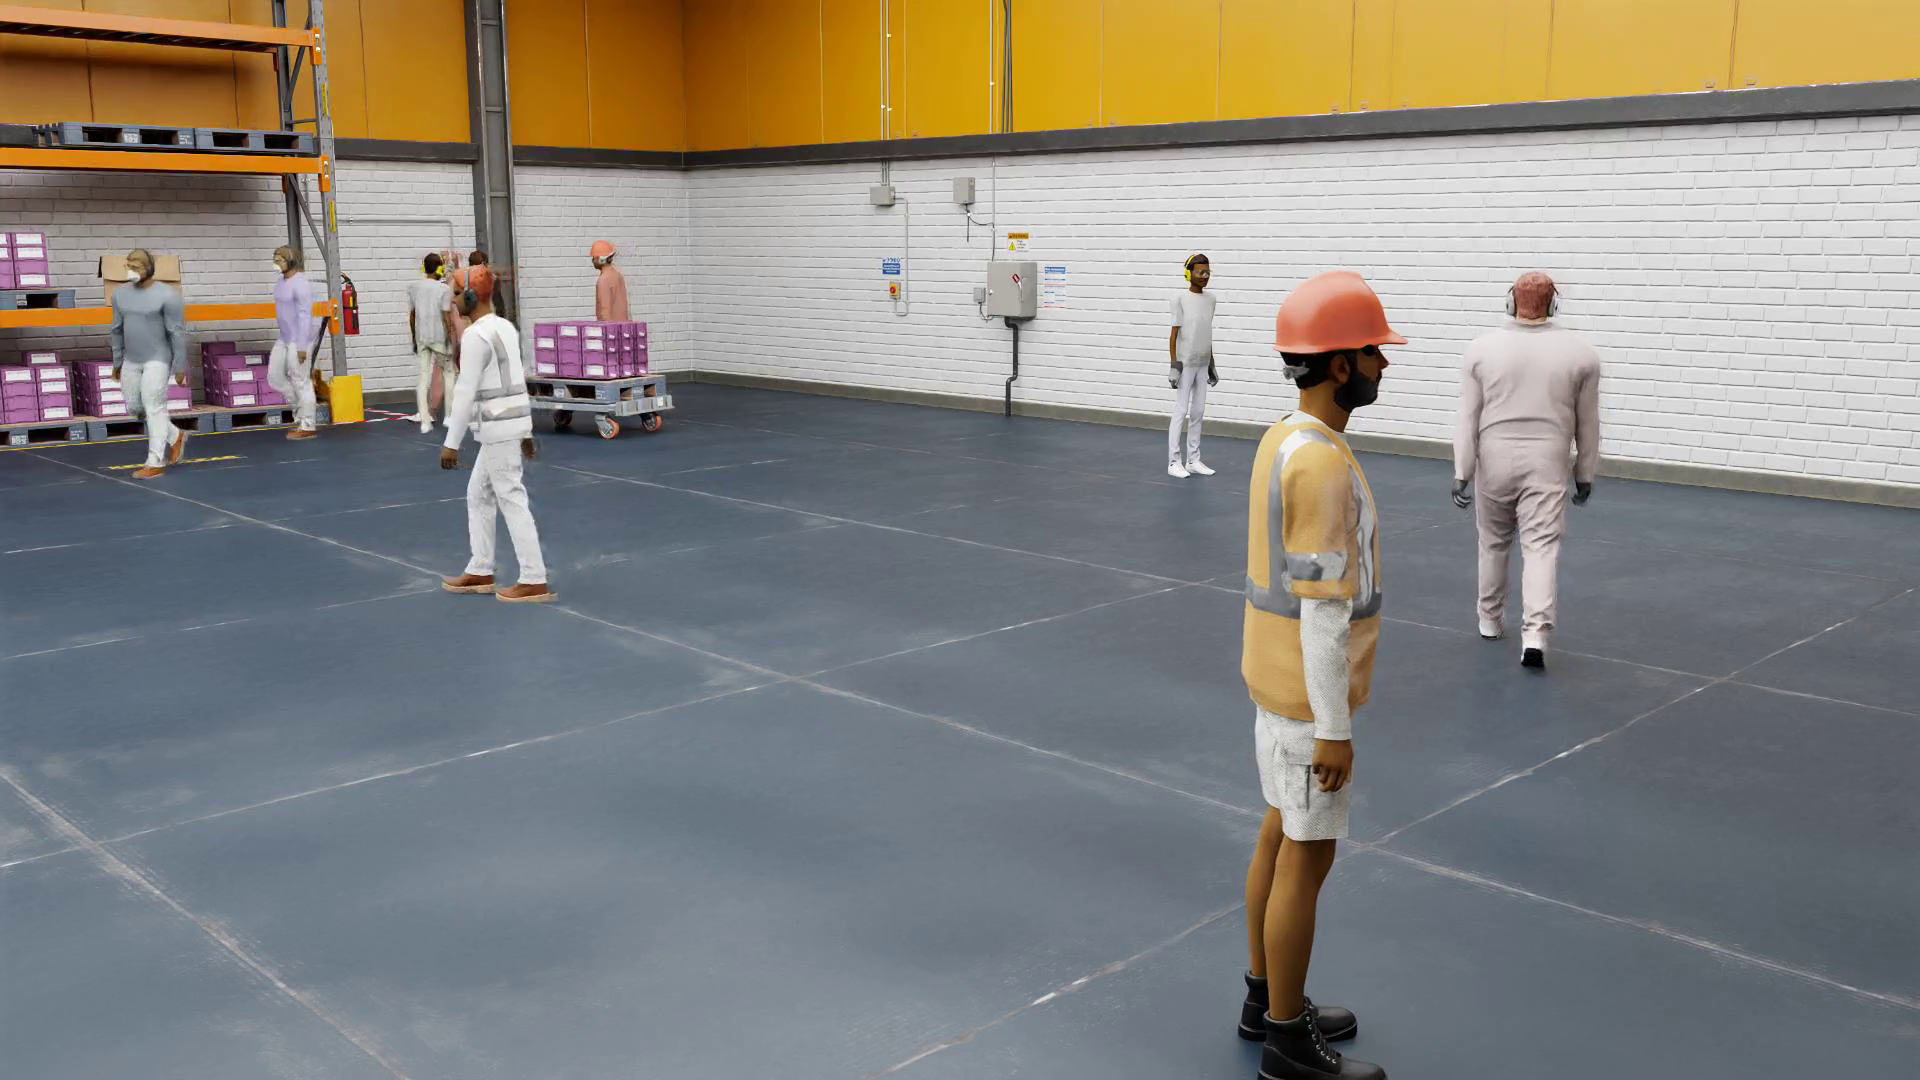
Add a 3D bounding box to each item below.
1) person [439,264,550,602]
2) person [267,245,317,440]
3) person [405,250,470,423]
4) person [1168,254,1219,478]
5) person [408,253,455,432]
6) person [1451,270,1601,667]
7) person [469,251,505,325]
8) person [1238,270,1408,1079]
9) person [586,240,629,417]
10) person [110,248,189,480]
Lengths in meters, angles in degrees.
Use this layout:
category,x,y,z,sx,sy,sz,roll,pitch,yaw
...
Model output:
category,x,y,z,sx,sy,sz,roll,pitch,yaw
person,-2.644,-0.571,9.151,0.790,1.852,0.599,0,10,0
person,-6.585,-1.932,16.390,0.437,1.924,0.663,-10,14,-43
person,-5.526,-2.200,18.050,0.945,1.858,0.639,-2,11,-10
person,1.969,-1.458,13.990,0.533,1.860,0.310,-8,13,-36
person,-5.470,-2.050,17.299,0.550,1.831,0.773,1,10,5
person,2.707,-0.352,7.968,0.662,1.864,0.983,3,11,17
person,-5.751,-2.551,20.017,0.619,1.838,0.430,2,11,9
person,0.849,0.342,3.946,0.348,1.942,0.548,0,10,2
person,-3.837,-2.328,18.427,0.524,1.978,0.616,2,11,12
person,-6.780,-1.490,14.006,0.643,1.923,0.704,2,11,13
